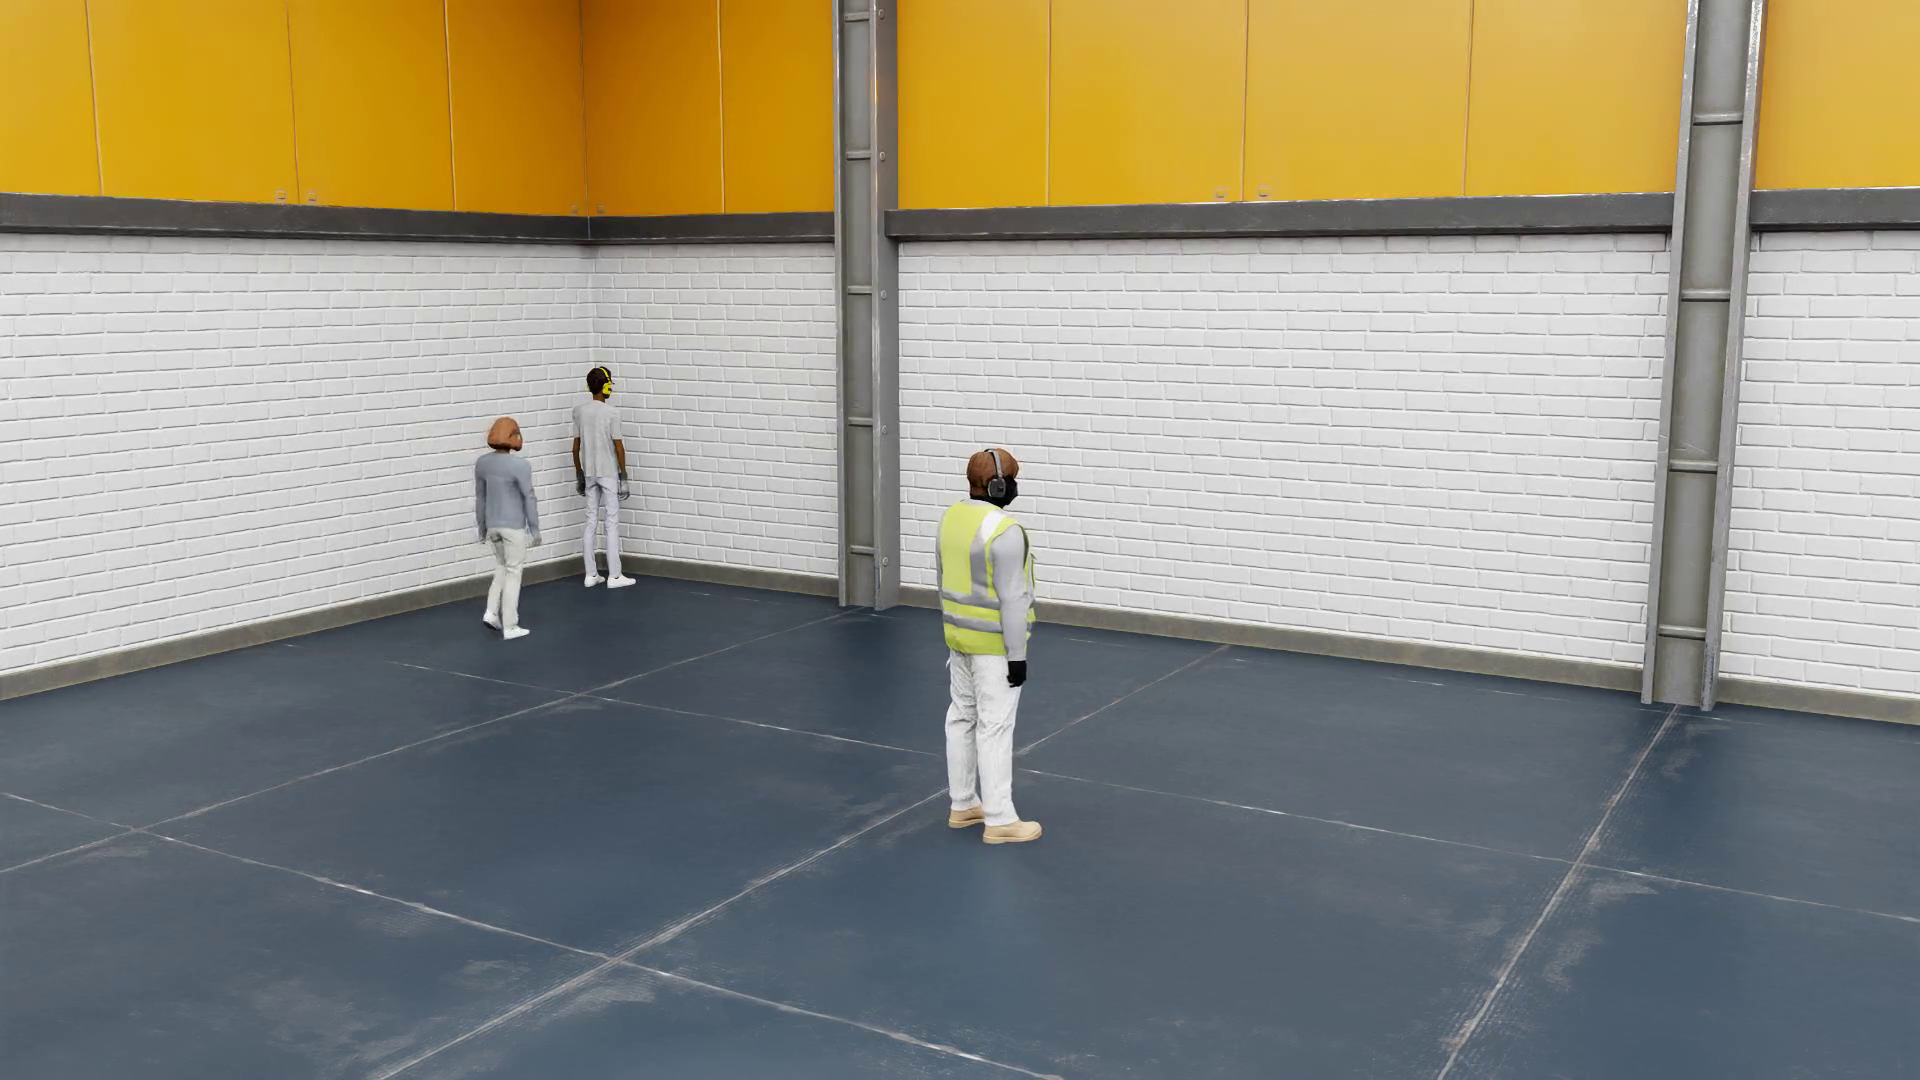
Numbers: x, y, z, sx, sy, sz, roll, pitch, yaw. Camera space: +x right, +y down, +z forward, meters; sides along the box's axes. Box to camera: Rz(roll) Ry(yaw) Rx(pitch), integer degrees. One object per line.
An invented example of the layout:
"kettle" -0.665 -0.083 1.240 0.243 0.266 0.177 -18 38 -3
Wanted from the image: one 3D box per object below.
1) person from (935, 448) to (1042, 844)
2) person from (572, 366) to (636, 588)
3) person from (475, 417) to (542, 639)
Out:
"person" 0.136 0.486 7.807 0.430 1.844 0.624 -6 11 -31
"person" -3.015 -0.524 14.038 0.532 1.866 0.321 4 10 22
"person" -3.267 -0.085 12.079 0.501 1.623 0.343 5 10 29
